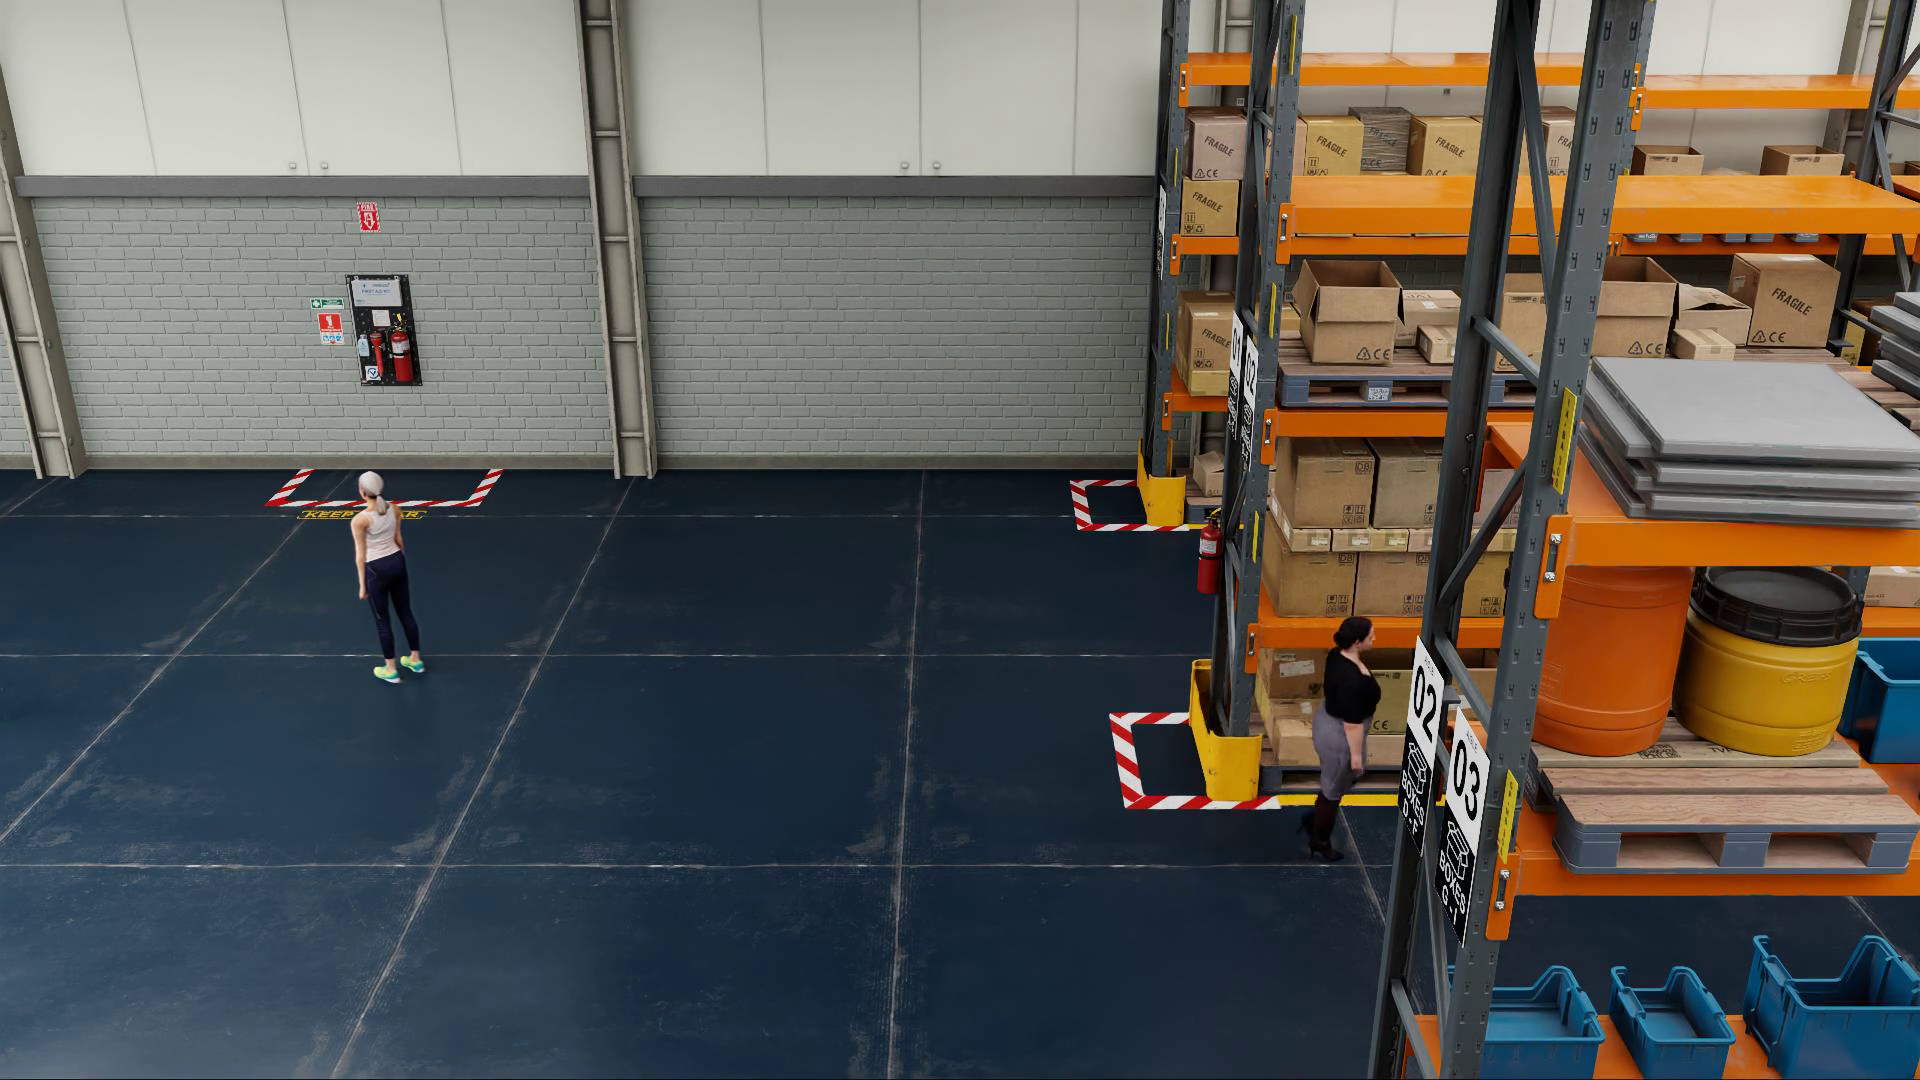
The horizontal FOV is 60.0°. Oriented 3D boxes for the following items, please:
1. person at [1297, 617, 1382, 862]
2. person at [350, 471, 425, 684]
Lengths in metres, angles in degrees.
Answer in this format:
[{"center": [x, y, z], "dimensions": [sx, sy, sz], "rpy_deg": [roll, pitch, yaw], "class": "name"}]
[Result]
[{"center": [2.312, 1.271, 10.522], "dimensions": [0.652, 1.749, 0.692], "rpy_deg": [2, 23, 4], "class": "person"}, {"center": [-4.454, 0.280, 12.914], "dimensions": [0.700, 1.701, 0.673], "rpy_deg": [14, 27, 30], "class": "person"}]
